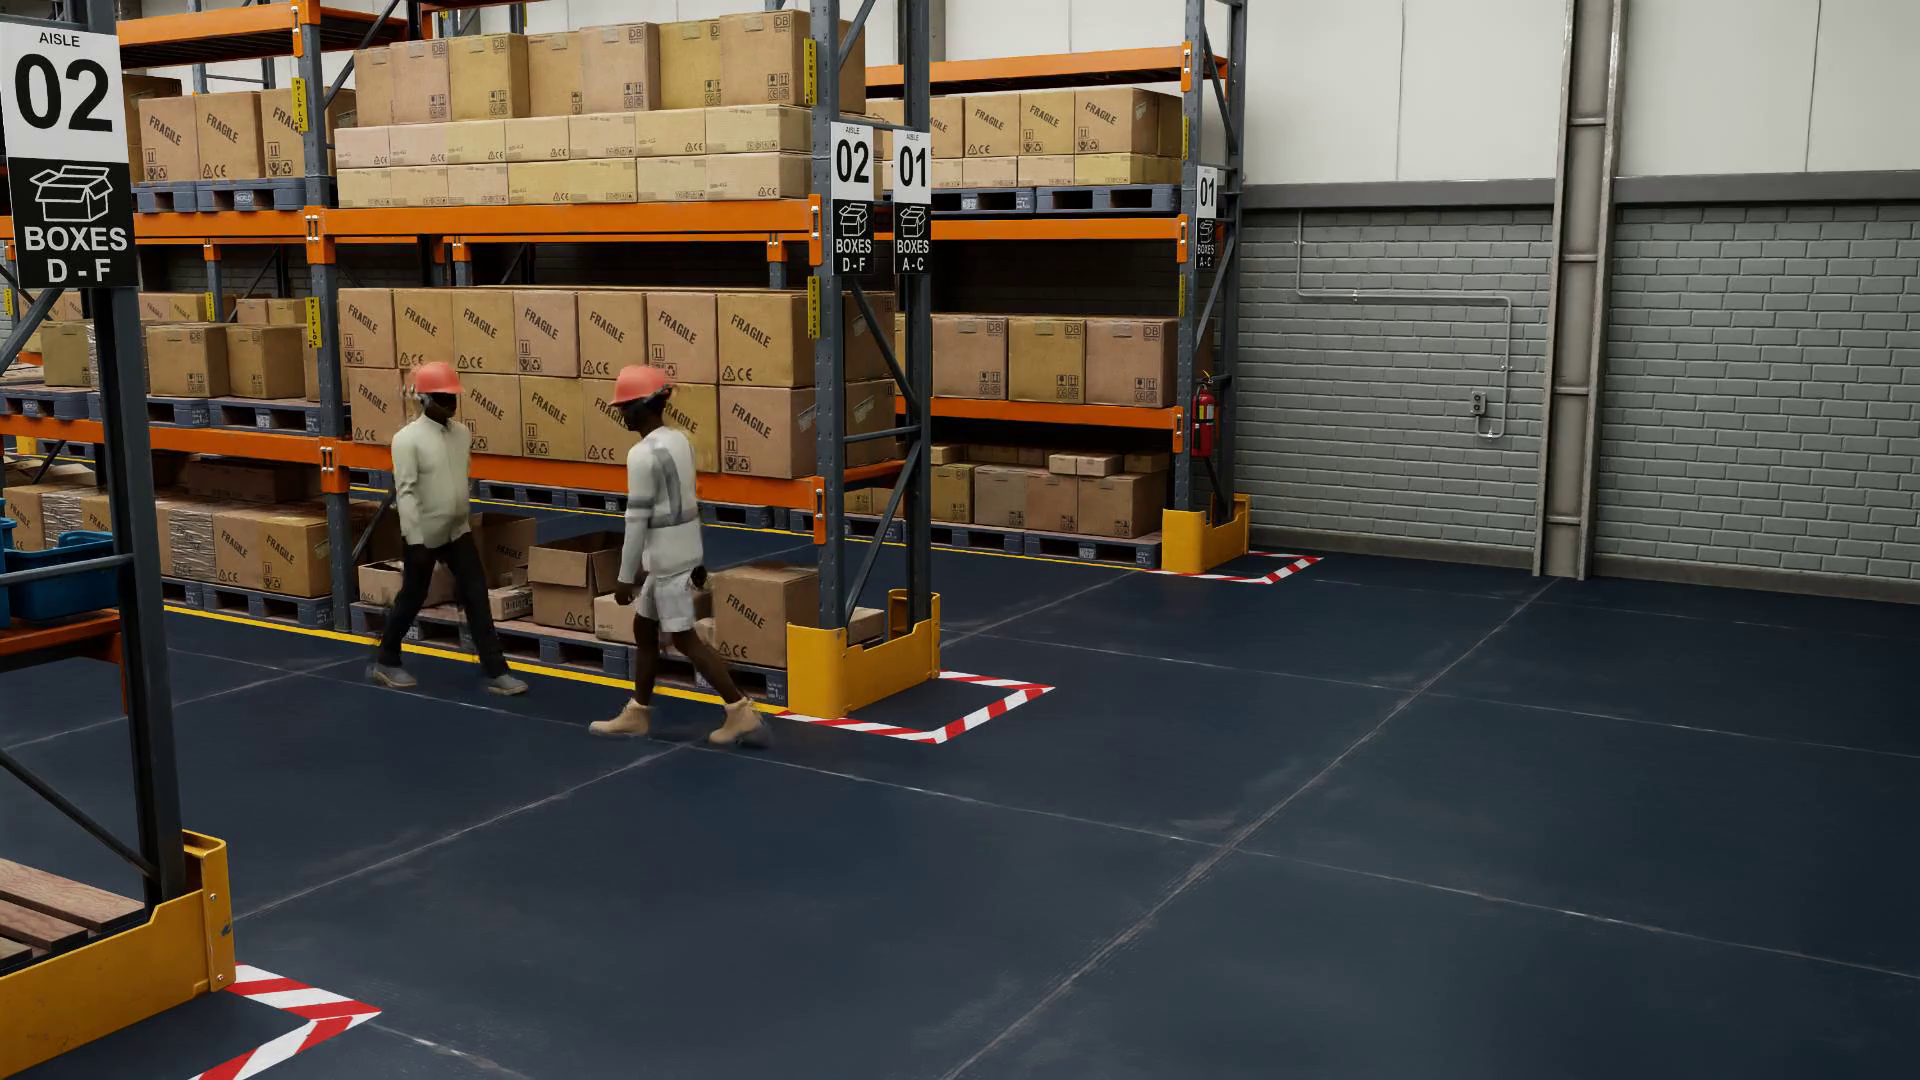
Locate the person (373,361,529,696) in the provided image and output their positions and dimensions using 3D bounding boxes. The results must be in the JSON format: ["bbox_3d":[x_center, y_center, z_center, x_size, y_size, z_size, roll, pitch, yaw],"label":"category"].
[{"bbox_3d":[-3.037,-0.063,9.616,1.039,1.944,0.645,5,11,27],"label":"person"}]

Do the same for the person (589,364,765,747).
[{"bbox_3d":[-1.453,0.095,8.537,0.928,1.998,0.612,1,10,4],"label":"person"}]
